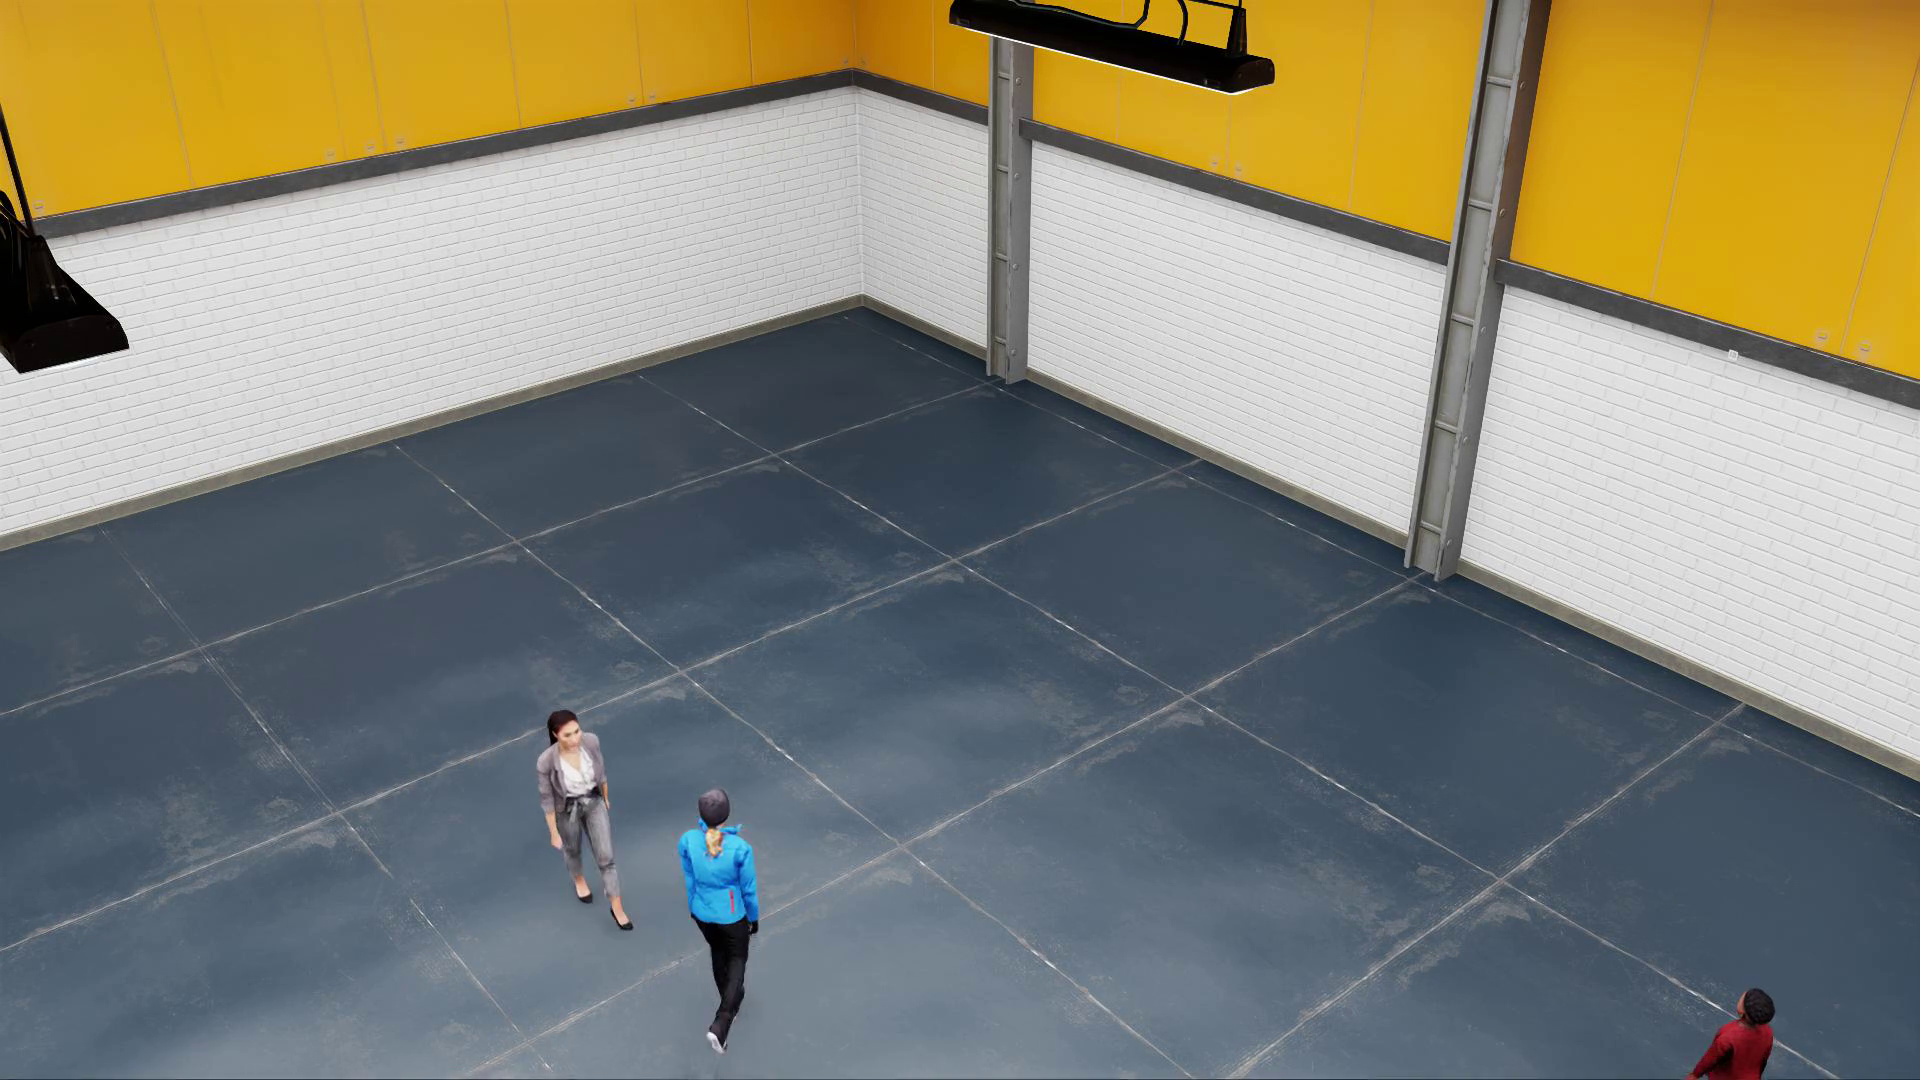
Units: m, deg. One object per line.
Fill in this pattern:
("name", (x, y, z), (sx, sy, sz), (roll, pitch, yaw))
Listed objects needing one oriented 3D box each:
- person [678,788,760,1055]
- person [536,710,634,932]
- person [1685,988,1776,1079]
("person", (-1.461, 2.305, 9.976), (1.016, 1.783, 1.029), (6, 29, 11))
("person", (-2.577, 1.785, 11.077), (0.701, 1.641, 0.979), (-18, 33, -30))
("person", (4.314, 3.017, 9.227), (0.583, 1.250, 0.598), (-9, 30, -15))
